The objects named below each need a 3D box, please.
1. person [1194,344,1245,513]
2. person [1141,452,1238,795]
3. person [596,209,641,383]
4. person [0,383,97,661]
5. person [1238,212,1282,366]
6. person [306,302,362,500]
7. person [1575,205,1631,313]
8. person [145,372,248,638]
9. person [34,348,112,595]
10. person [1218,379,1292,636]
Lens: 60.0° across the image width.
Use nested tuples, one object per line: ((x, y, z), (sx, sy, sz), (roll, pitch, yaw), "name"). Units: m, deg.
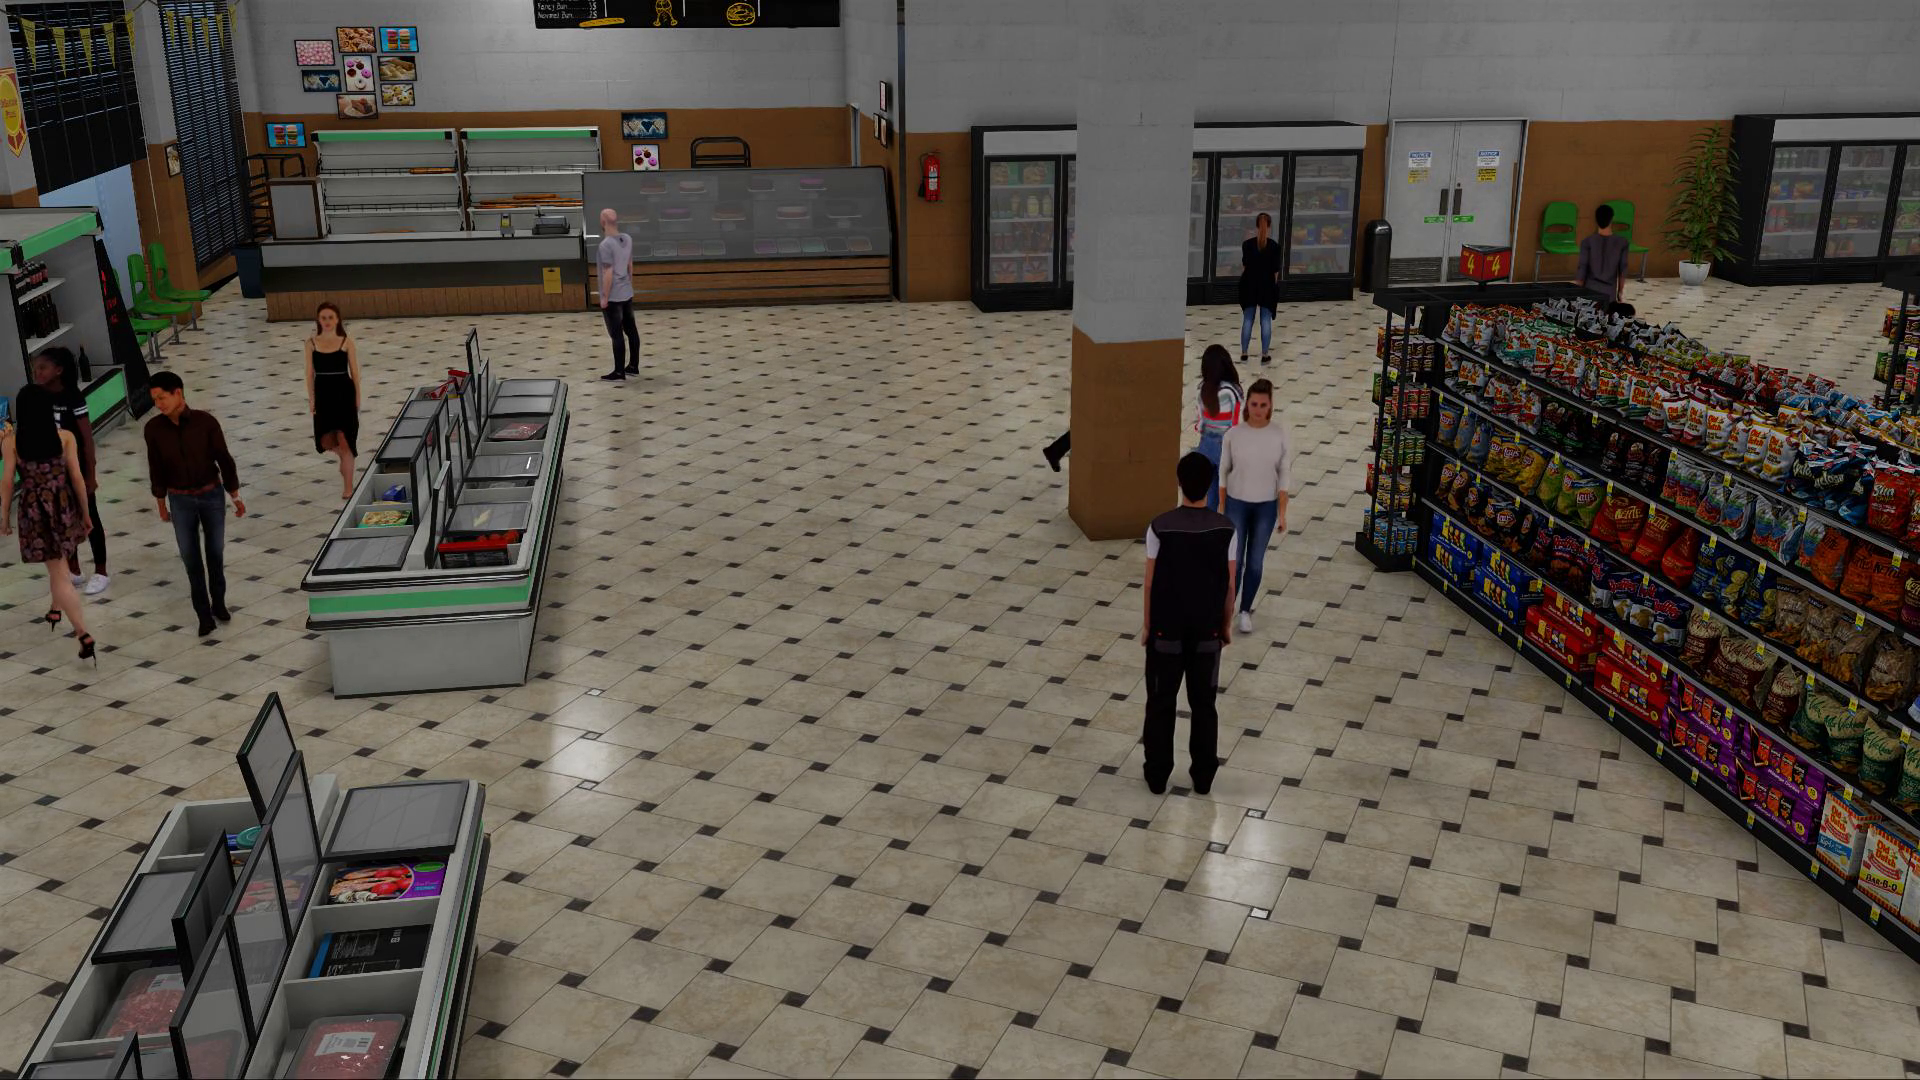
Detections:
((1.859, -0.616, 12.223), (0.790, 1.593, 0.722), (-18, 25, -42), "person")
((1.179, 0.446, 8.674), (0.651, 1.847, 0.594), (-1, 19, -4), "person")
((-3.671, -2.629, 17.810), (0.825, 1.837, 0.726), (8, 20, 24), "person")
((-5.644, -0.059, 10.379), (1.037, 1.715, 1.246), (-16, 25, -40), "person")
((3.342, -2.809, 18.587), (0.724, 1.681, 0.736), (7, 20, 20), "person")
((-5.206, -1.185, 13.885), (0.551, 1.608, 0.900), (-3, 19, -10), "person")
((6.870, -2.660, 17.880), (0.728, 1.851, 0.650), (2, 19, 7), "person")
((-5.046, -0.281, 10.984), (0.825, 1.748, 0.929), (-10, 21, -28), "person")
((-6.235, -0.484, 11.619), (0.695, 1.728, 0.700), (4, 19, 12), "person")
((1.906, -0.215, 10.857), (0.713, 1.706, 0.777), (2, 19, 7), "person")
